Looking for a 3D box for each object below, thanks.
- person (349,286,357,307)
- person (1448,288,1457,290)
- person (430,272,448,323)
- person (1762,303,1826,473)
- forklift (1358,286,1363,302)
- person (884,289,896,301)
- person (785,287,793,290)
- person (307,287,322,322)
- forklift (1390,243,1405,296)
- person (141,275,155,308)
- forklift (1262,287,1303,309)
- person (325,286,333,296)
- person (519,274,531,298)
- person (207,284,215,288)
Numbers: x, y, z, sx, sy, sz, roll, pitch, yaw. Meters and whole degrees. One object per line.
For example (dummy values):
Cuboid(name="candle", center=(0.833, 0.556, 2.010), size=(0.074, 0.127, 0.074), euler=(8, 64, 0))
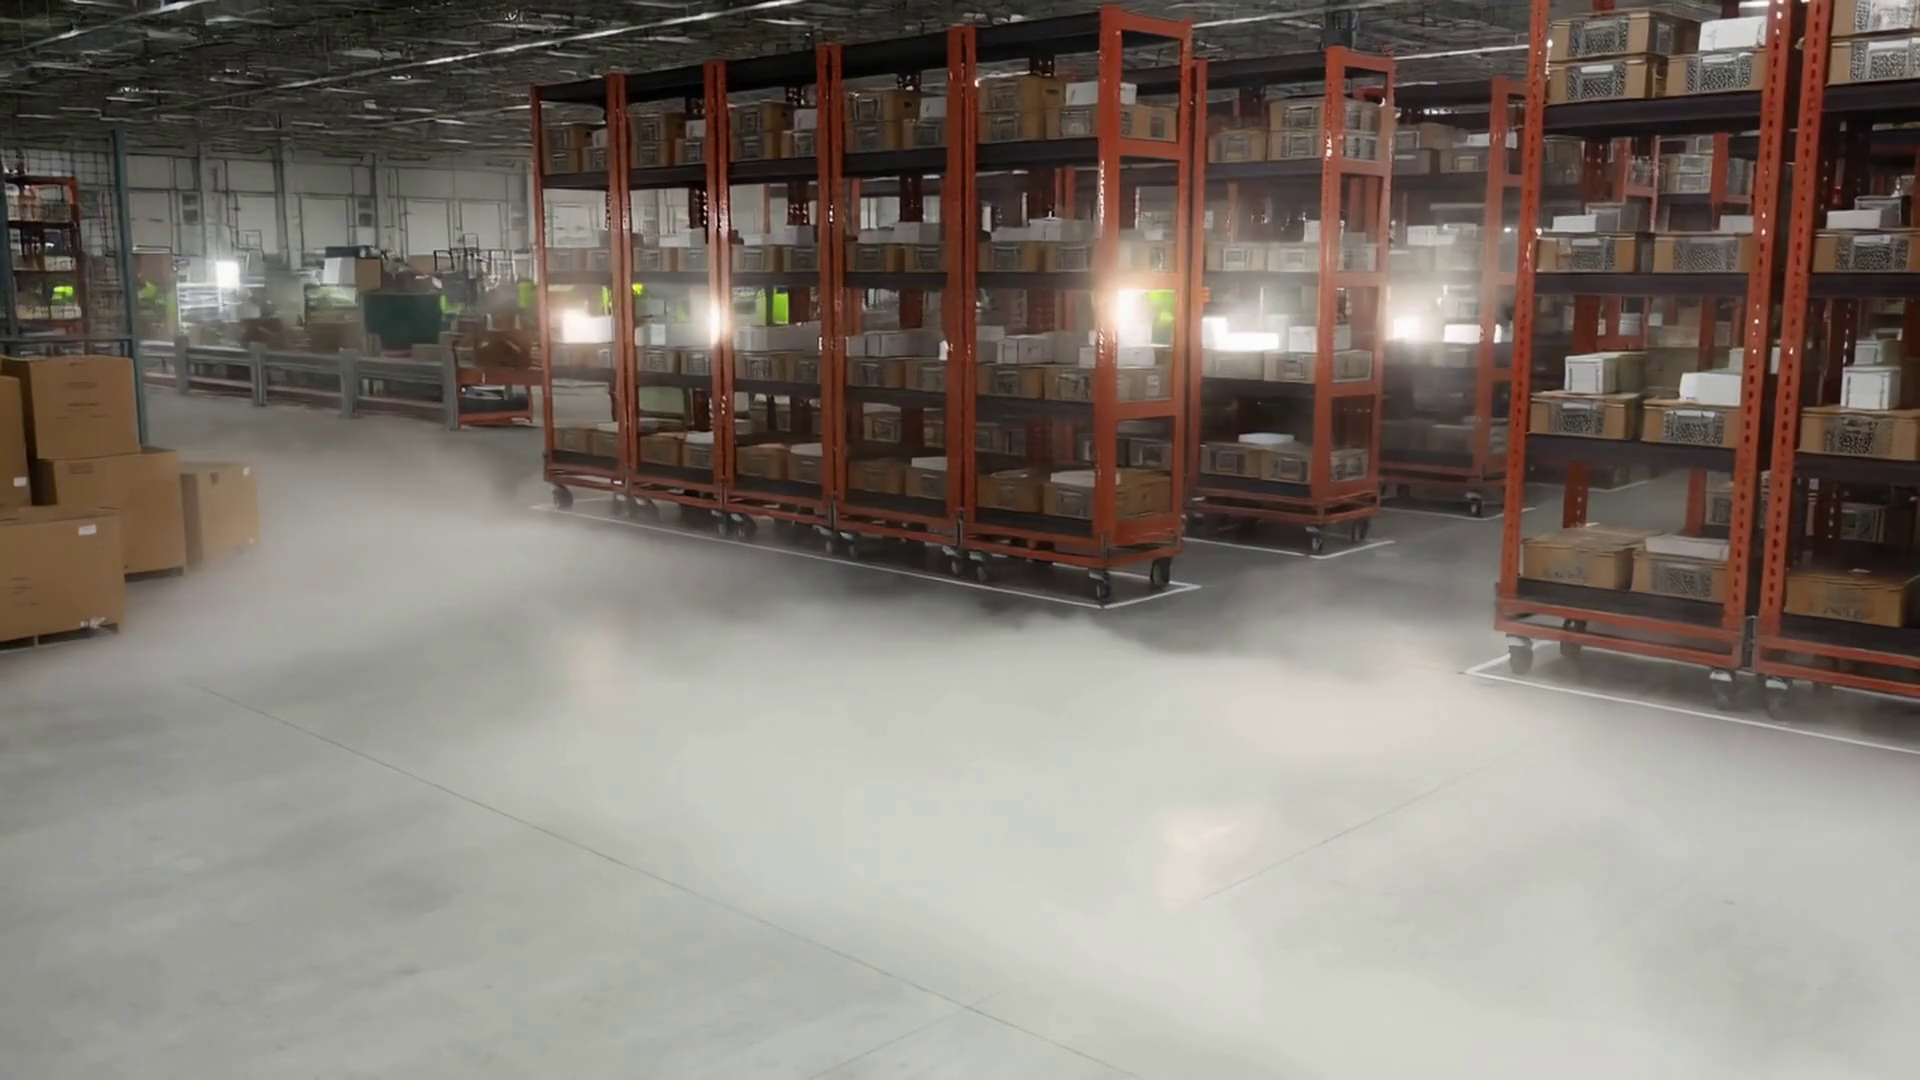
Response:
Cuboid(name="person", center=(-20.703, -8.164, 57.061), size=(0.976, 1.883, 0.549), euler=(-7, 12, -37))
Cuboid(name="person", center=(18.663, -9.042, 63.188), size=(0.502, 1.636, 0.277), euler=(-6, 11, -32))
Cuboid(name="person", center=(-12.680, -5.480, 40.241), size=(1.003, 2.005, 0.618), euler=(-4, 10, -23))
Cuboid(name="person", center=(6.484, -0.972, 13.117), size=(0.583, 1.830, 0.440), euler=(9, 13, 44))
Cuboid(name="forklift", center=(11.100, -7.017, 46.970), size=(1.873, 2.768, 1.129), euler=(9, 13, 43))
Cuboid(name="person", center=(-2.460, -8.518, 60.023), size=(0.695, 1.604, 0.530), euler=(7, 12, 37))
Cuboid(name="person", center=(-6.341, -8.913, 61.588), size=(0.456, 1.916, 0.556), euler=(1, 9, 6))
Cuboid(name="person", center=(-15.112, -5.215, 38.959), size=(0.487, 1.885, 0.661), euler=(-8, 12, -39))
Cuboid(name="forklift", center=(13.072, -7.357, 49.052), size=(1.873, 2.768, 1.129), euler=(9, 13, 43))
Cuboid(name="person", center=(-27.399, -8.008, 56.193), size=(1.024, 1.857, 0.583), euler=(-7, 12, -38))
Cuboid(name="forklift", center=(10.769, -8.203, 54.240), size=(1.129, 2.768, 1.873), euler=(8, 12, 42))
Cuboid(name="person", center=(-22.171, -8.350, 58.583), size=(0.368, 1.750, 0.543), euler=(-8, 12, -39))
Cuboid(name="person", center=(-17.507, -9.779, 67.007), size=(0.526, 1.865, 0.315), euler=(-6, 11, -32))
Cuboid(name="person", center=(-40.408, -13.530, 89.830), size=(0.591, 1.921, 0.382), euler=(5, 11, 30))
